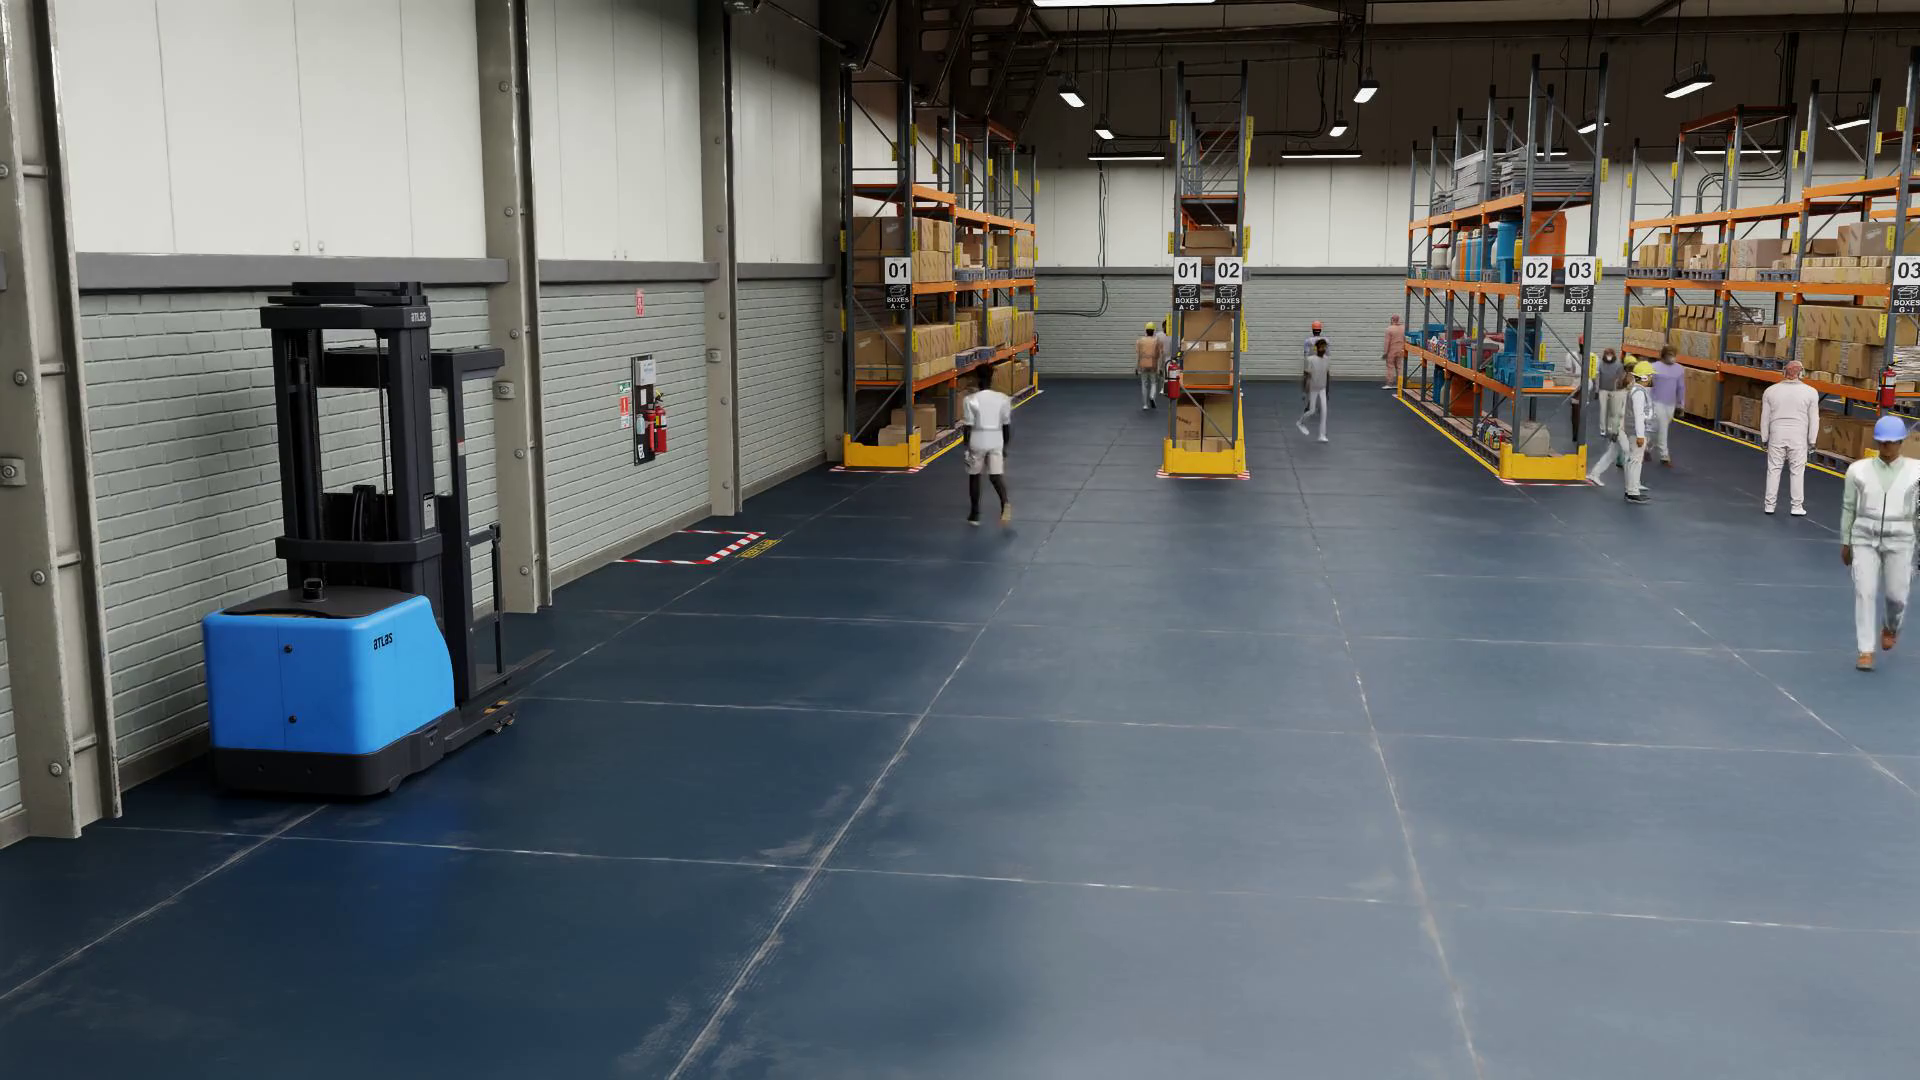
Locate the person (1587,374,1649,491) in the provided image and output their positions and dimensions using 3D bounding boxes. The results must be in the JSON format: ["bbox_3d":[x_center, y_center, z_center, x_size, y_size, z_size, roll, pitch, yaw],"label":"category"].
[{"bbox_3d":[9.140,-1.510,23.050,0.840,1.603,0.525,6,11,33],"label":"person"}]

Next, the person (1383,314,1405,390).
[{"bbox_3d":[11.026,-4.783,42.282,0.651,1.904,0.403,-4,10,-25],"label":"person"}]

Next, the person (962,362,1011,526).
[{"bbox_3d":[0.334,-1.114,19.571,0.613,1.943,0.813,-3,10,-20],"label":"person"}]

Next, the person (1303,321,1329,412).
[{"bbox_3d":[7.586,-3.695,35.470,0.545,1.939,0.354,-1,9,-5],"label":"person"}]

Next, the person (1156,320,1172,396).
[{"bbox_3d":[4.966,-4.438,40.432,0.538,1.825,0.970,1,9,8],"label":"person"}]

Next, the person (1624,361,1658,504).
[{"bbox_3d":[8.876,-1.413,21.705,0.404,1.836,0.599,3,10,17],"label":"person"}]

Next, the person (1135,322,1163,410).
[{"bbox_3d":[4.083,-3.761,35.968,0.600,1.914,0.484,1,9,7],"label":"person"}]

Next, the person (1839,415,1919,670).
[{"bbox_3d":[7.043,0.004,12.676,0.625,1.933,0.656,6,11,34],"label":"person"}]

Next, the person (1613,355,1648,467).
[{"bbox_3d":[10.182,-1.937,25.255,0.518,1.731,0.802,2,10,14],"label":"person"}]

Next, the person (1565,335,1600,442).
[{"bbox_3d":[10.941,-2.665,29.223,0.561,1.894,0.963,2,9,12],"label":"person"}]

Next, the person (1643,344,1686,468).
[{"bbox_3d":[10.923,-2.102,25.922,0.649,1.917,0.995,-2,9,-11],"label":"person"}]

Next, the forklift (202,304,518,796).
[{"bbox_3d":[-3.673,-0.038,10.147,1.129,2.768,1.873,1,9,9],"label":"forklift"}]

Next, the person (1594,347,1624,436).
[{"bbox_3d":[11.935,-2.746,30.613,0.504,1.612,0.685,3,10,19],"label":"person"}]

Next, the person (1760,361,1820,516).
[{"bbox_3d":[10.227,-1.254,20.512,0.651,1.907,0.409,7,11,35],"label":"person"}]

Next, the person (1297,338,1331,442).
[{"bbox_3d":[6.298,-2.678,29.548,0.584,1.831,0.772,-3,10,-20],"label":"person"}]
